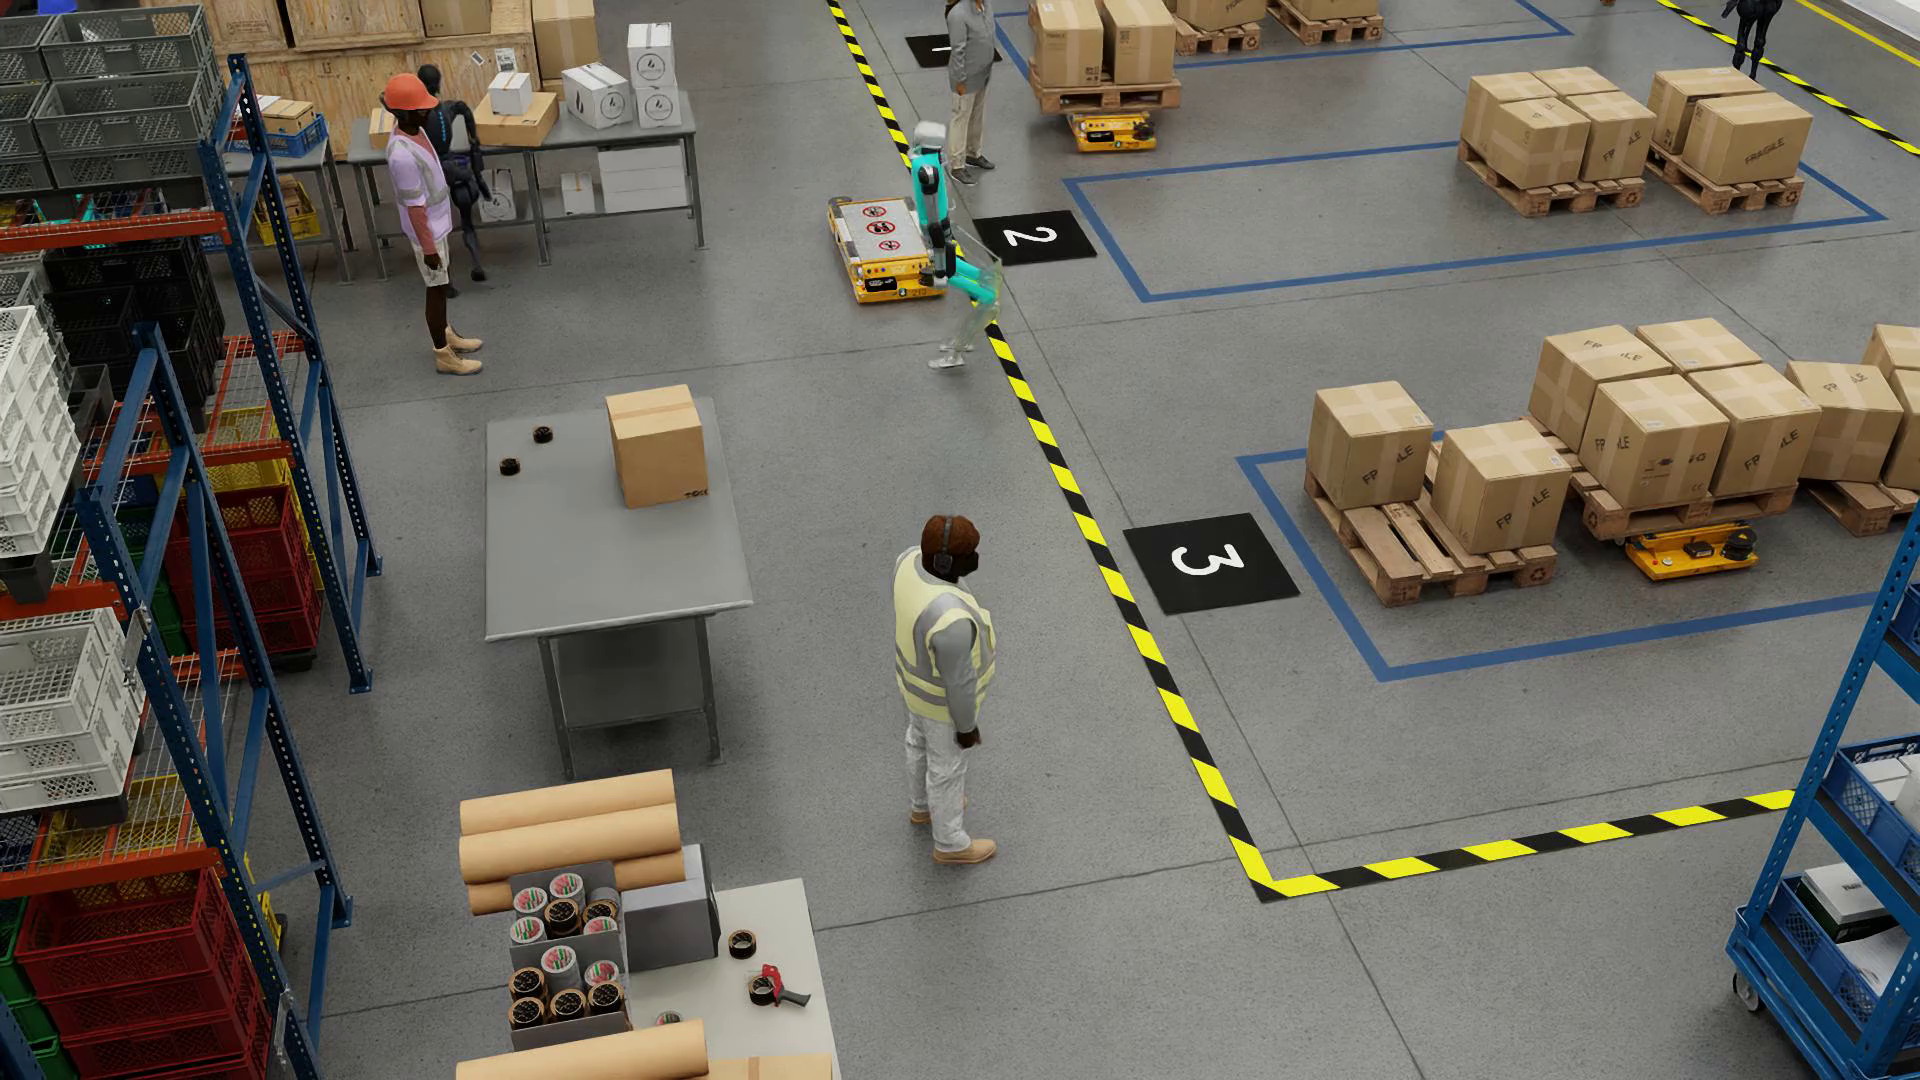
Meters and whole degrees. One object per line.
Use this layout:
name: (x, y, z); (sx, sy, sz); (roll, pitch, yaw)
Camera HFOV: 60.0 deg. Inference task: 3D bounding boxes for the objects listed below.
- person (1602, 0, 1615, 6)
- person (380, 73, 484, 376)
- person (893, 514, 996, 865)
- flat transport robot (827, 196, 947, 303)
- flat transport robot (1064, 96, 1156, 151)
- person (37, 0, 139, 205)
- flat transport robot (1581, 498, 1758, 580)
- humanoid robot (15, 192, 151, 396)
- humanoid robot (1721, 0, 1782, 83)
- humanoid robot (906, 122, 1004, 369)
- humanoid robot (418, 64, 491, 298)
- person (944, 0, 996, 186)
person: (6.742, -6.420, 16.848); (0.594, 1.860, 0.656); (3, 37, 4)
person: (-3.426, -2.043, 10.815); (0.377, 2.041, 0.615); (-7, 37, -9)
person: (-0.062, 0.654, 7.360); (0.431, 1.841, 0.623); (-12, 38, -16)
flat transport robot: (-0.570, -2.220, 12.538); (0.659, 0.231, 1.431); (-8, 37, -10)
flat transport robot: (1.259, -3.812, 14.654); (0.652, 0.197, 1.431); (-4, 37, -6)
person: (-6.437, -3.174, 12.434); (0.618, 1.935, 0.436); (29, 45, 33)
flat transport robot: (4.062, -0.294, 9.926); (0.652, 0.197, 1.431); (-8, 37, -10)
humanoid robot: (-5.265, -1.407, 10.127); (0.531, 1.692, 0.734); (-14, 39, -18)
humanoid robot: (7.166, -4.883, 14.922); (0.599, 1.659, 0.315); (-15, 39, -19)
humanoid robot: (0.047, -1.873, 10.800); (0.761, 1.722, 0.546); (-4, 37, -5)
humanoid robot: (-3.641, -2.525, 11.769); (0.613, 1.640, 0.417); (-22, 42, -27)
person: (0.077, -3.765, 13.356); (0.397, 1.768, 0.572); (17, 40, 22)
